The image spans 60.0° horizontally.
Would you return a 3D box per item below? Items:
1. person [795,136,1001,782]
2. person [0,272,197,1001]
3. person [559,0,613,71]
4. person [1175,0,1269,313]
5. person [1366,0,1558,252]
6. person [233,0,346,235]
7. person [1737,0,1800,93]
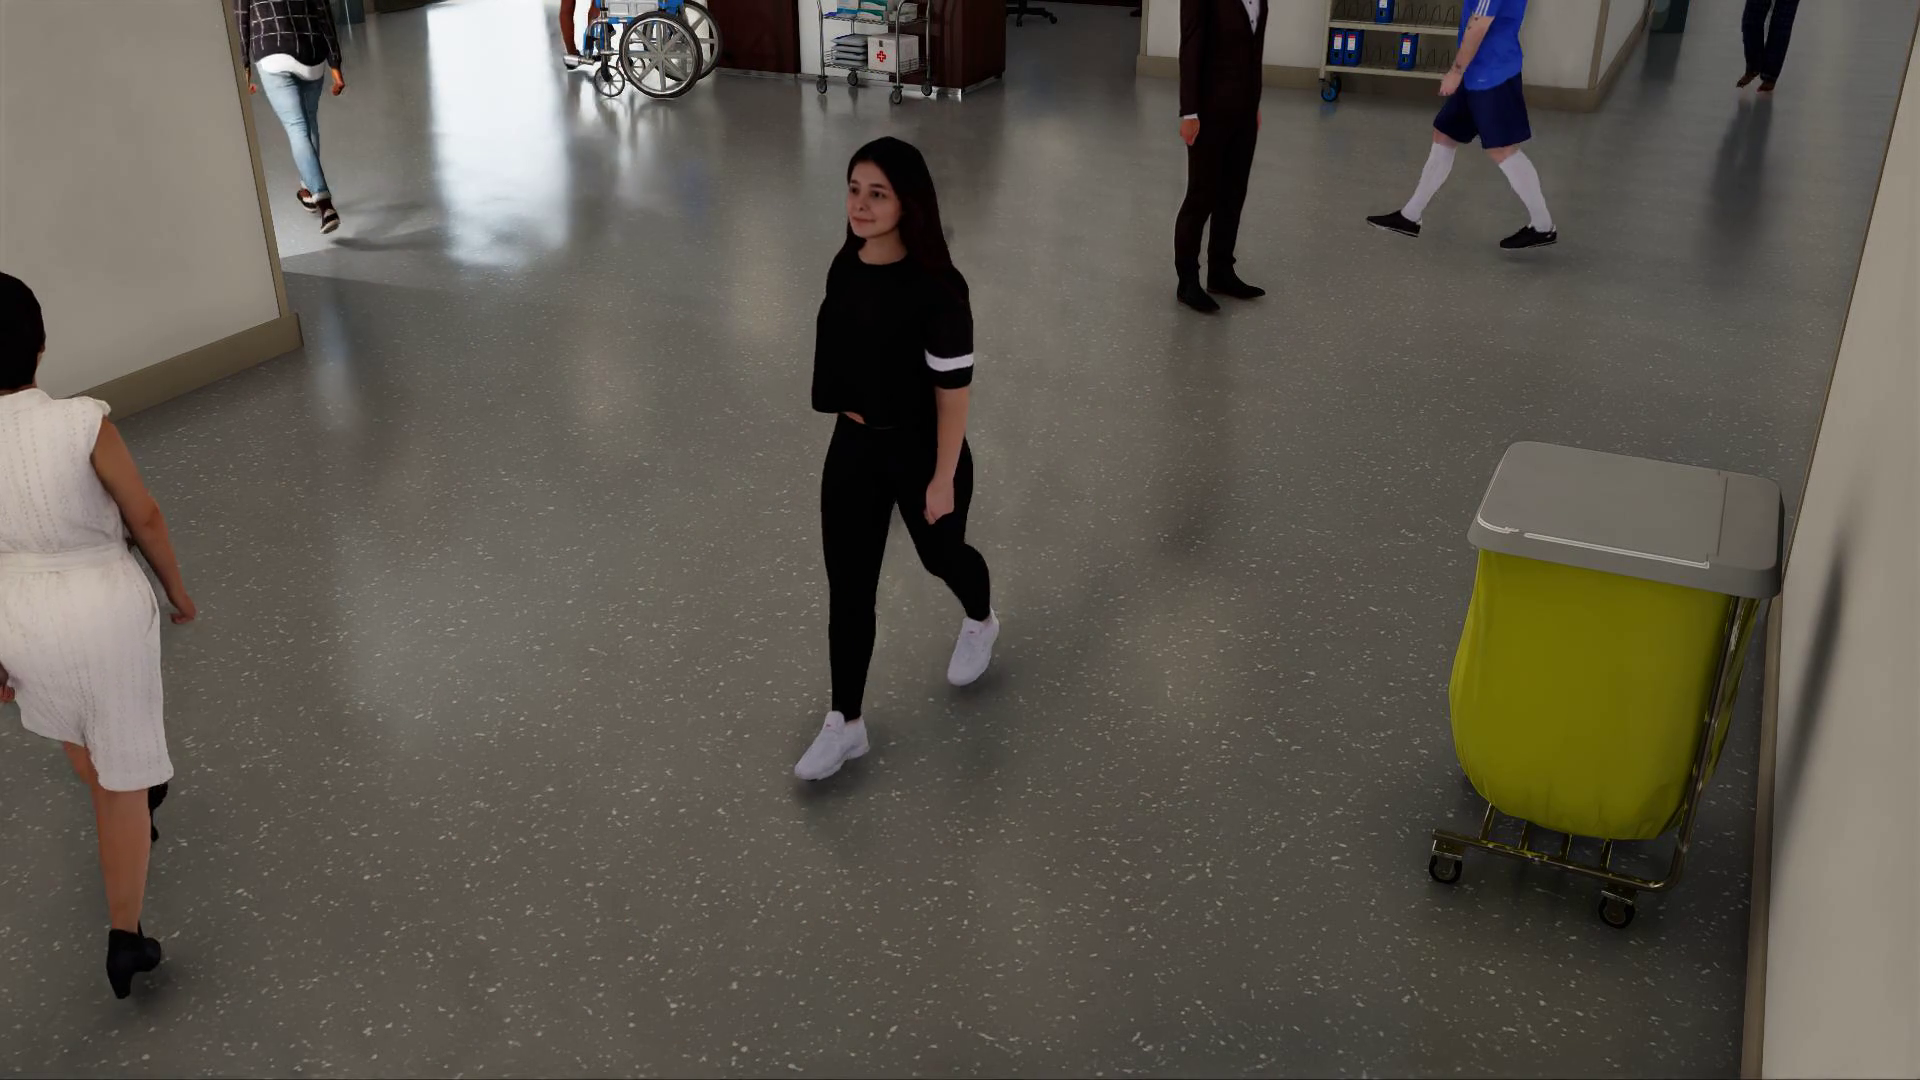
[{"bbox_3d":[-0.102,-0.227,4.317,1.084,1.602,0.789,16,30,30],"label":"person"},{"bbox_3d":[-1.835,0.247,3.440,1.008,1.510,0.973,-4,26,-9],"label":"person"},{"bbox_3d":[-3.159,-4.693,13.377,0.546,1.777,0.669,11,28,22],"label":"person"},{"bbox_3d":[1.223,-2.025,7.744,0.773,1.865,0.743,-21,33,-37],"label":"person"},{"bbox_3d":[2.776,-2.327,8.457,1.249,1.788,0.793,8,27,16],"label":"person"},{"bbox_3d":[-3.534,-2.504,8.842,1.105,1.772,1.343,-16,30,-30],"label":"person"},{"bbox_3d":[6.263,-4.329,12.588,0.685,1.807,0.811,19,32,34],"label":"person"}]
